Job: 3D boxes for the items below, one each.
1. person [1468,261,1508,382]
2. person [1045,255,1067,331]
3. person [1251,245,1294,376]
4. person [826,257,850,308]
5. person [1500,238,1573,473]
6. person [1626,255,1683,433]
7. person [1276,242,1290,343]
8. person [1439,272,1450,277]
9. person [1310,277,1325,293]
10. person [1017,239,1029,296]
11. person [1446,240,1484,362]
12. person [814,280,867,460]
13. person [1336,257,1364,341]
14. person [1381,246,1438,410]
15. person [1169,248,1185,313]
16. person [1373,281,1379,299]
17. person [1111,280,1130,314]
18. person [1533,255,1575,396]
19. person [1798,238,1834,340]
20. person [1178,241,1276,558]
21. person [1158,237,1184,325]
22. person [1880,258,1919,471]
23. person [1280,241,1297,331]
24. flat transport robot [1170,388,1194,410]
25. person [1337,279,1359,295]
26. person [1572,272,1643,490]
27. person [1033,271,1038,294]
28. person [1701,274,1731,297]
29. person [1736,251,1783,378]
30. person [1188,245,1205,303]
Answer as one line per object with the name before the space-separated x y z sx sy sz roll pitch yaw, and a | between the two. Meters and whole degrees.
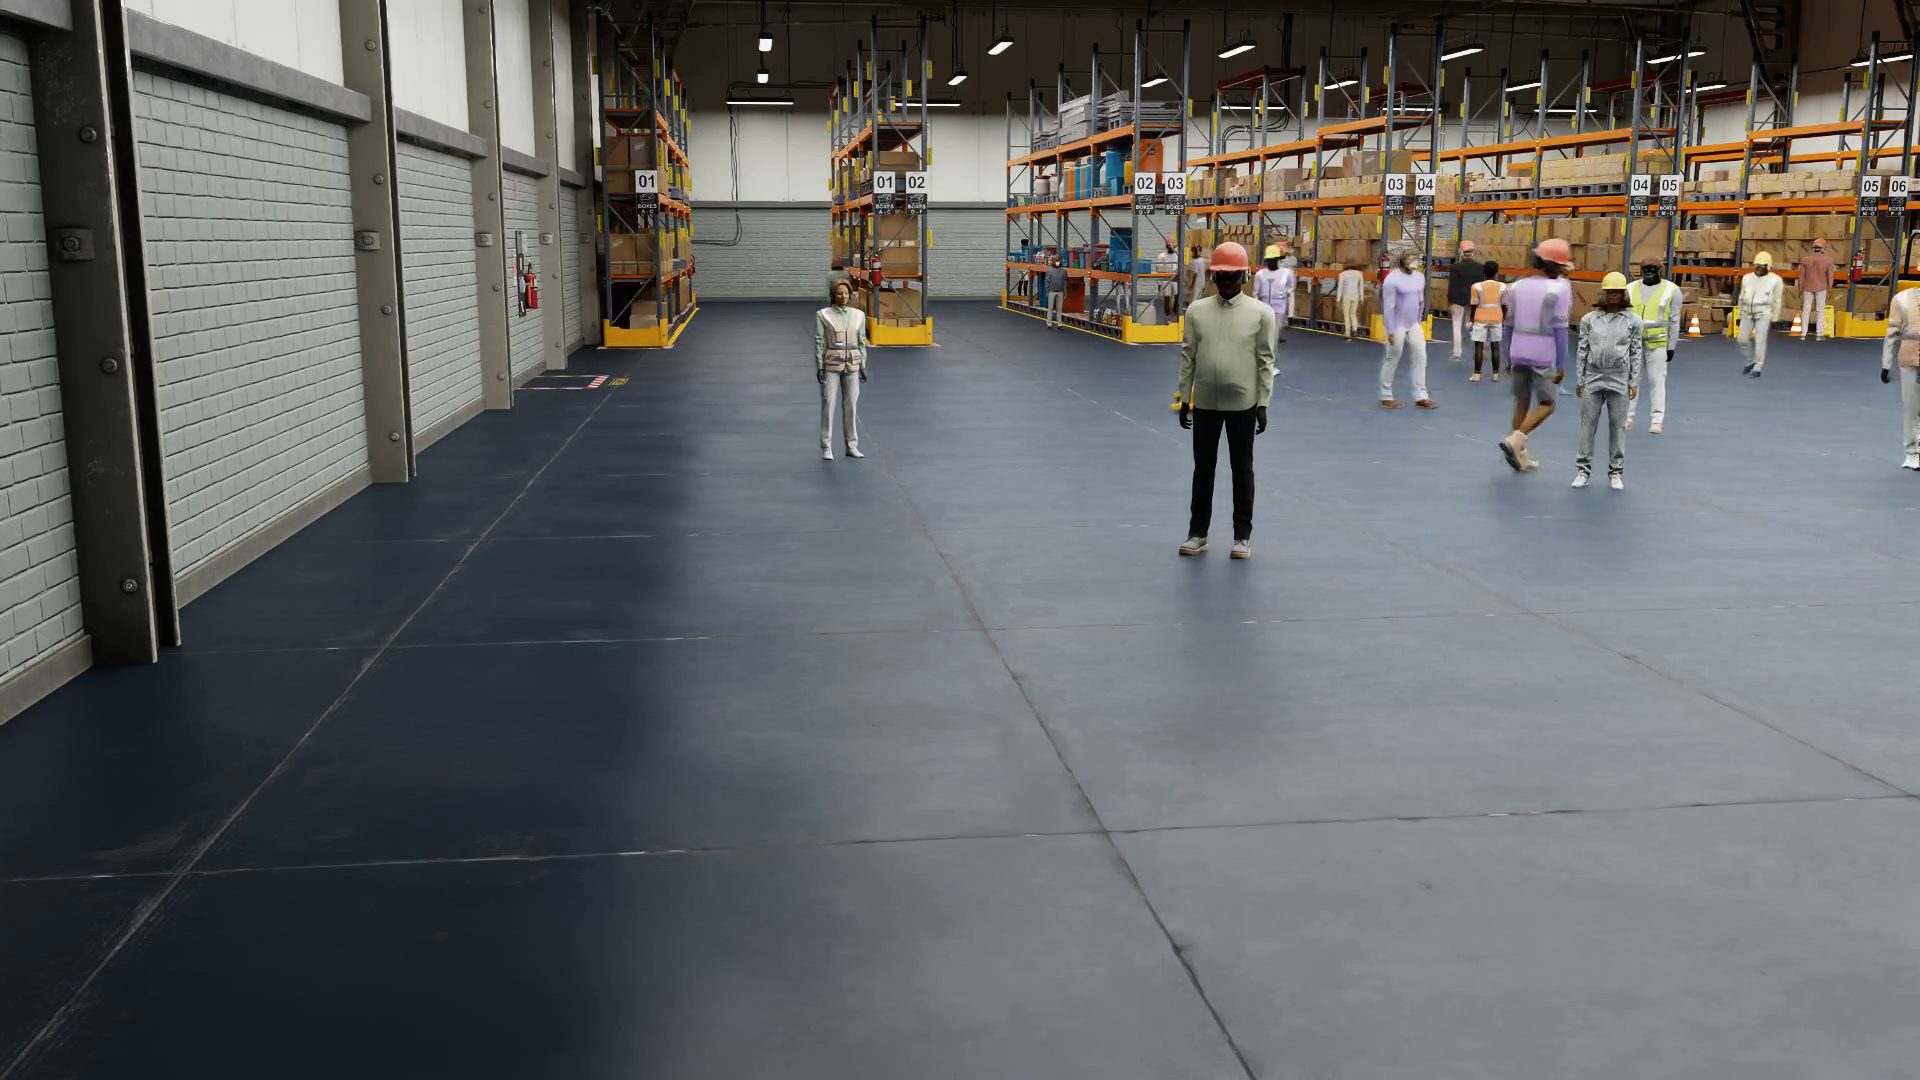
person | 7.369 -3.045 23.230 0.540 1.696 0.316 0 10 0
person | 2.086 -5.361 36.101 0.497 1.633 0.285 -3 11 -16
person | 4.473 -3.301 24.091 0.607 1.884 0.903 7 12 32
person | -2.412 -4.781 32.971 0.501 1.616 0.447 -1 10 -8
person | 4.837 -1.540 14.116 0.618 2.013 0.635 -8 13 -36
person | 7.127 -2.028 17.285 0.627 1.835 0.428 8 13 38
person | 6.097 -4.722 31.809 0.386 1.930 0.540 9 13 40
person | 13.923 -7.536 47.282 0.576 1.896 0.915 -1 10 -7
person | 10.735 -8.037 50.042 0.620 1.898 0.670 7 12 33
person | 2.026 -8.513 52.470 0.368 1.966 0.602 -8 13 -38
person | 8.211 -3.867 26.975 0.620 1.980 0.564 -3 11 -15
person | -1.093 -1.556 15.224 0.511 1.640 0.308 -5 12 -27
person | 7.640 -4.714 32.552 0.547 1.619 0.368 -2 11 -10
person | 5.234 -2.442 19.331 0.663 1.905 0.871 -6 12 -28
person | 5.675 -6.895 44.115 0.593 1.788 0.946 0 10 -1
person | 10.967 -6.662 43.252 0.513 1.630 0.318 -4 11 -22
person | 4.071 -6.521 41.813 0.535 1.868 0.309 0 10 -2
person | 7.623 -2.763 21.378 0.585 1.815 0.574 8 13 39
person | 16.806 -4.914 32.665 0.622 1.990 0.388 7 13 34
person | 1.677 -0.880 10.545 0.611 1.995 0.376 4 11 23
person | 4.843 -5.910 38.036 0.649 2.021 0.723 -1 10 -5
person | 8.289 -1.534 14.364 0.614 1.901 0.778 9 14 40
person | 7.052 -5.489 36.005 0.622 1.932 0.369 -7 12 -33
flat transport robot | 2.985 -1.690 19.711 0.652 0.197 1.431 4 11 21
person | 9.251 -6.060 39.766 0.532 1.709 0.880 0 10 2
person | 5.216 -1.278 13.410 0.491 1.746 0.285 5 11 24
person | 2.276 -7.737 48.813 0.536 1.759 0.426 -8 13 -36
person | 18.952 -6.476 41.597 0.671 1.850 0.983 -1 10 -7
person | 11.449 -3.226 23.881 0.424 1.815 0.621 -9 13 -39
person | 5.124 -5.407 35.789 0.371 1.843 0.622 5 12 27
